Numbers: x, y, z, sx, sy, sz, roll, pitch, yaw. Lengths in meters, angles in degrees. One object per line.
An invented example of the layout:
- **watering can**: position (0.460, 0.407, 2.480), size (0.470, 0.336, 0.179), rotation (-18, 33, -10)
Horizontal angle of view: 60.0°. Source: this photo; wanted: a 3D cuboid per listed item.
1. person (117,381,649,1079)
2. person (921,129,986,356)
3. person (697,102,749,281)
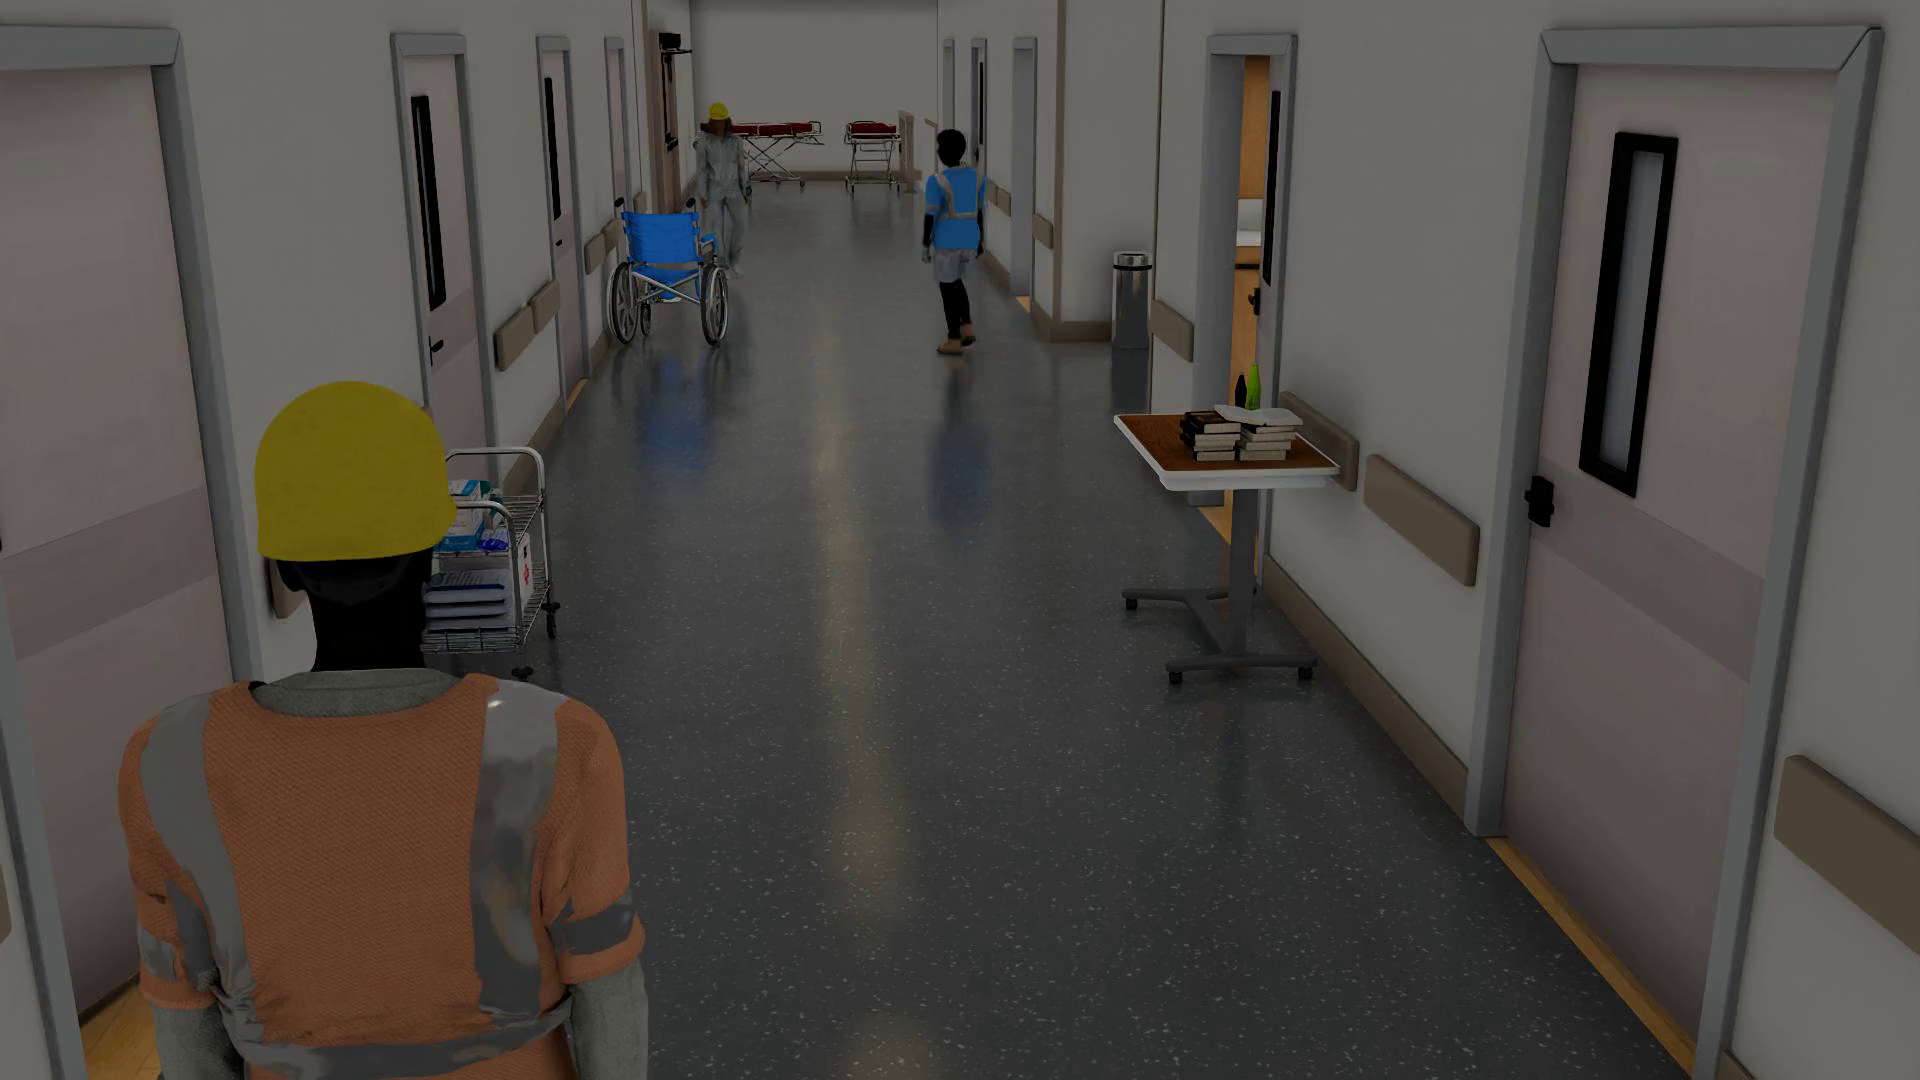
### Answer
- **person**: position (-0.684, 0.753, 2.121), size (0.589, 1.930, 0.360), rotation (-2, 17, -5)
- **person**: position (-0.059, -2.232, 12.515), size (0.548, 1.681, 0.381), rotation (-14, 21, -38)
- **person**: position (-2.339, -3.438, 16.462), size (0.518, 1.728, 0.365), rotation (-8, 18, -25)
